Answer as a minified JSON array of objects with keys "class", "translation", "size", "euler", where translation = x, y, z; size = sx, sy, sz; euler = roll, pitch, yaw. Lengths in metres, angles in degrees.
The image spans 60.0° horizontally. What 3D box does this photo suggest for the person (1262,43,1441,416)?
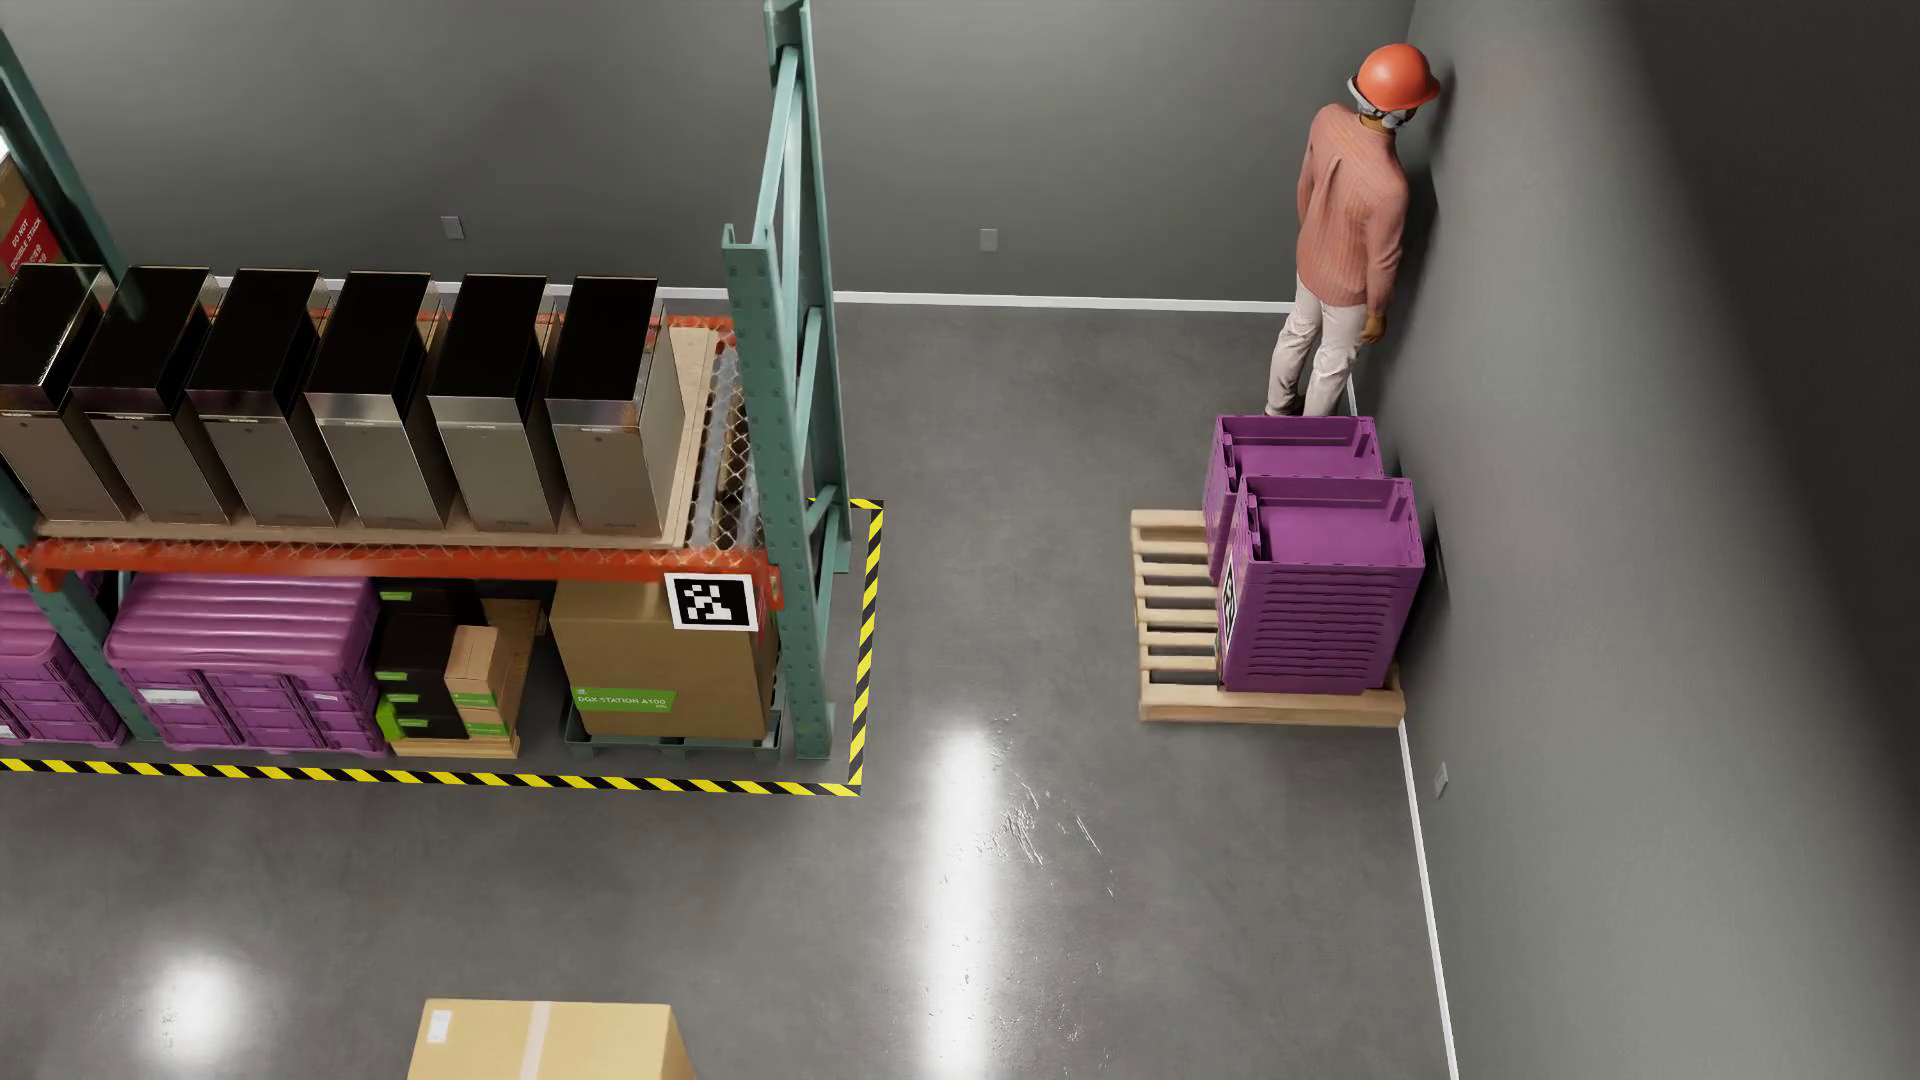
[{"class":"person","translation":[1.507,-1.062,6.493],"size":[0.380,1.996,0.608],"euler":[-17,54,-13]}]
